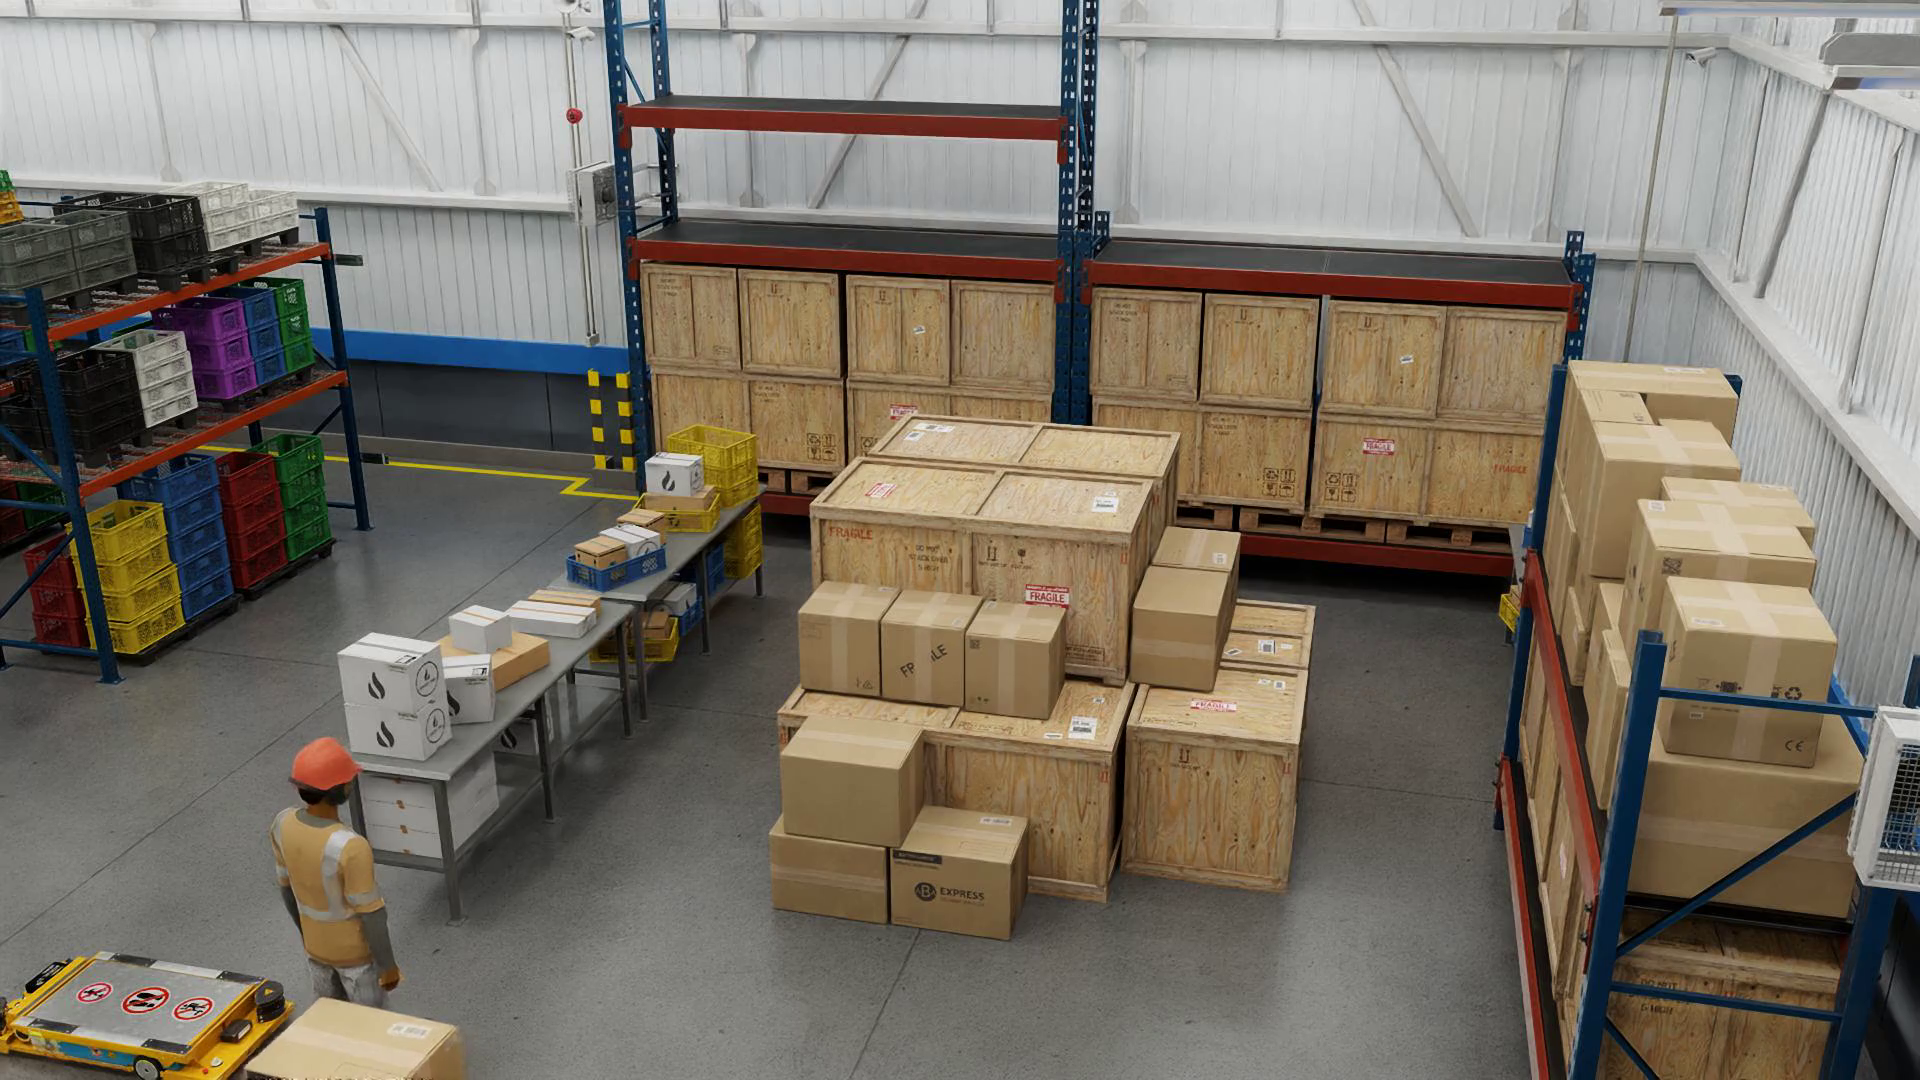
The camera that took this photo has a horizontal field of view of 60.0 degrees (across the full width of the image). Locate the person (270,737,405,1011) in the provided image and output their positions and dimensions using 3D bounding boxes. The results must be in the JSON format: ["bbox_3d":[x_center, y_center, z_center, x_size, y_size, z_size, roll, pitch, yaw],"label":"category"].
[{"bbox_3d":[-2.840,1.849,7.727,0.613,2.040,0.376,12,24,29],"label":"person"}]

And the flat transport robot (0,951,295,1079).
[{"bbox_3d":[-4.270,2.464,8.601,1.431,0.231,0.659,5,22,13],"label":"flat transport robot"}]
